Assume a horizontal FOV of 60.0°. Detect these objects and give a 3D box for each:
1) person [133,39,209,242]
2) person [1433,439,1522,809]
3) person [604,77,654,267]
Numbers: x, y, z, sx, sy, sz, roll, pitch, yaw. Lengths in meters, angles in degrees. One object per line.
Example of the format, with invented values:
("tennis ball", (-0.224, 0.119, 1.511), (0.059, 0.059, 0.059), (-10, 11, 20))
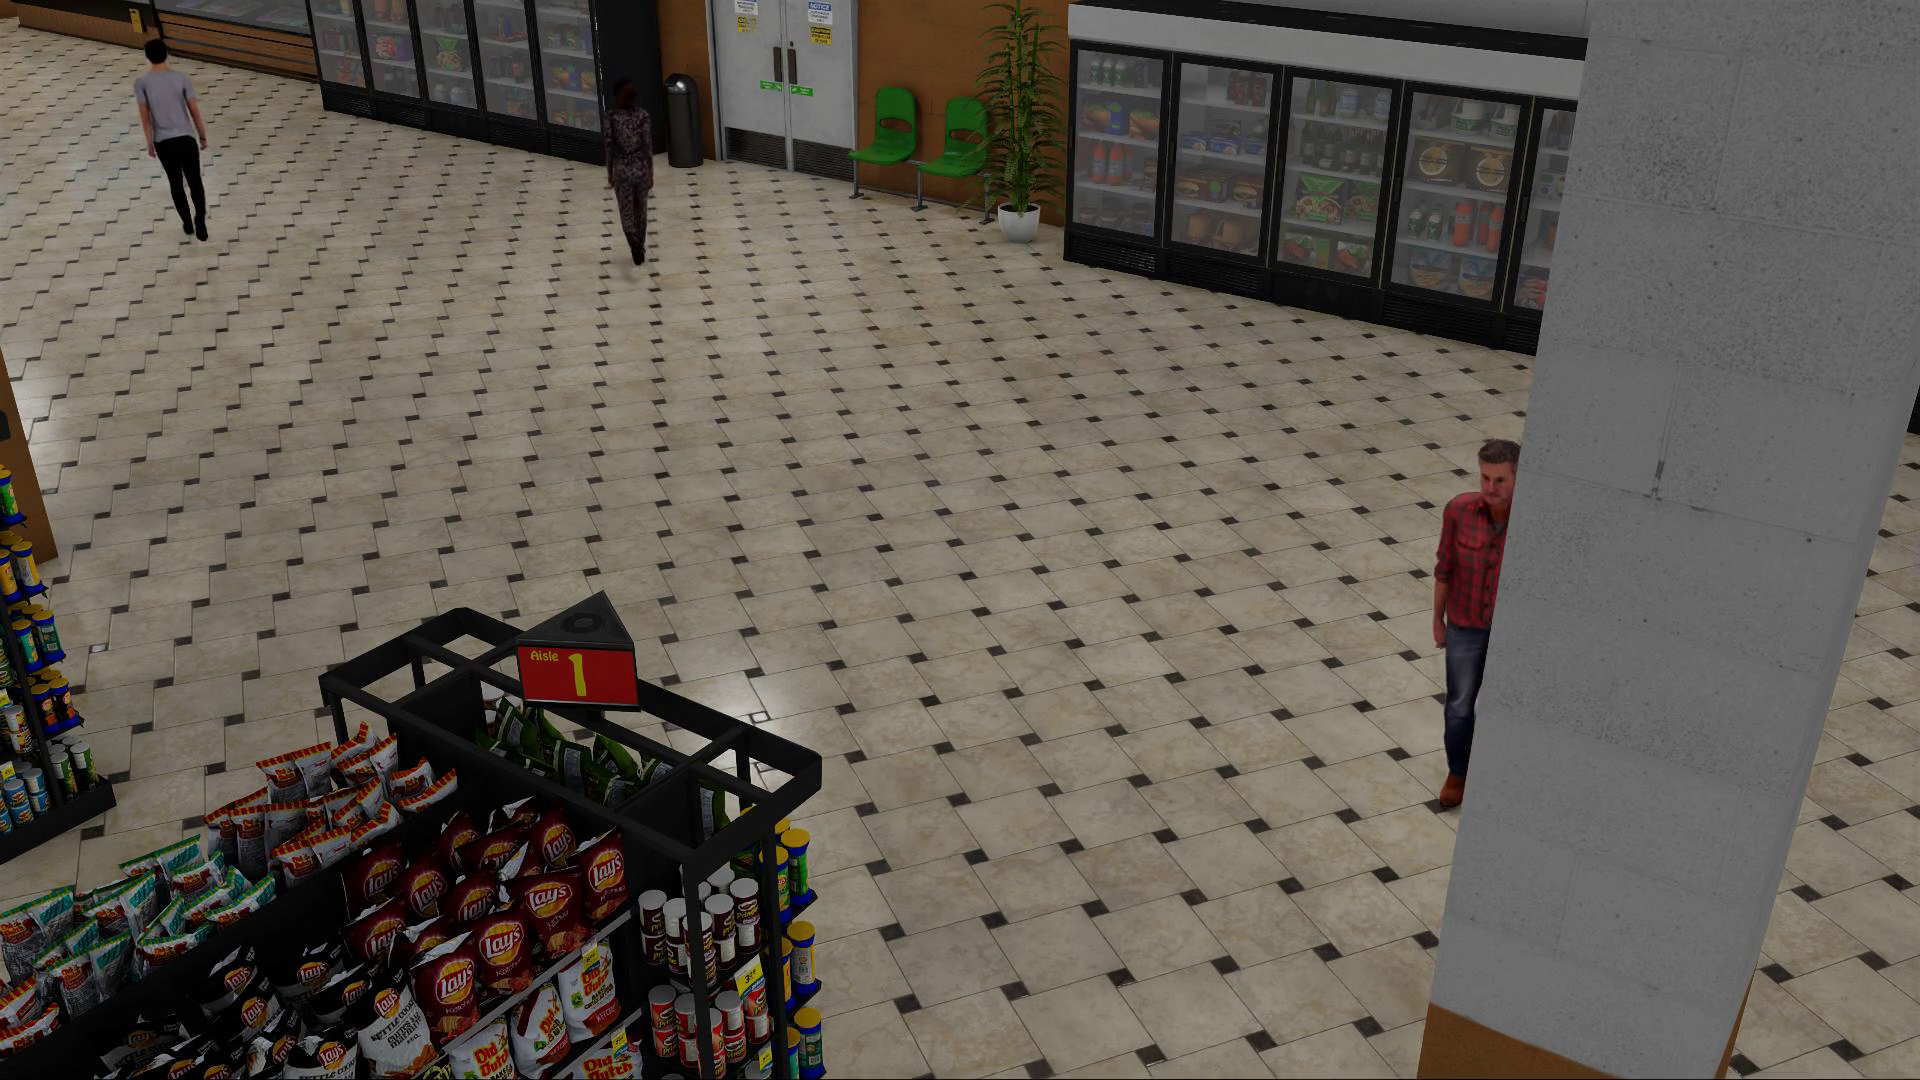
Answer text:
("person", (-7.361, -3.713, 15.609), (1.151, 1.841, 1.088), (-12, 29, -22))
("person", (2.435, 0.349, 7.631), (0.786, 1.811, 0.900), (11, 29, 21))
("person", (-2.918, -3.236, 14.830), (0.989, 1.696, 1.018), (-6, 27, -11))
